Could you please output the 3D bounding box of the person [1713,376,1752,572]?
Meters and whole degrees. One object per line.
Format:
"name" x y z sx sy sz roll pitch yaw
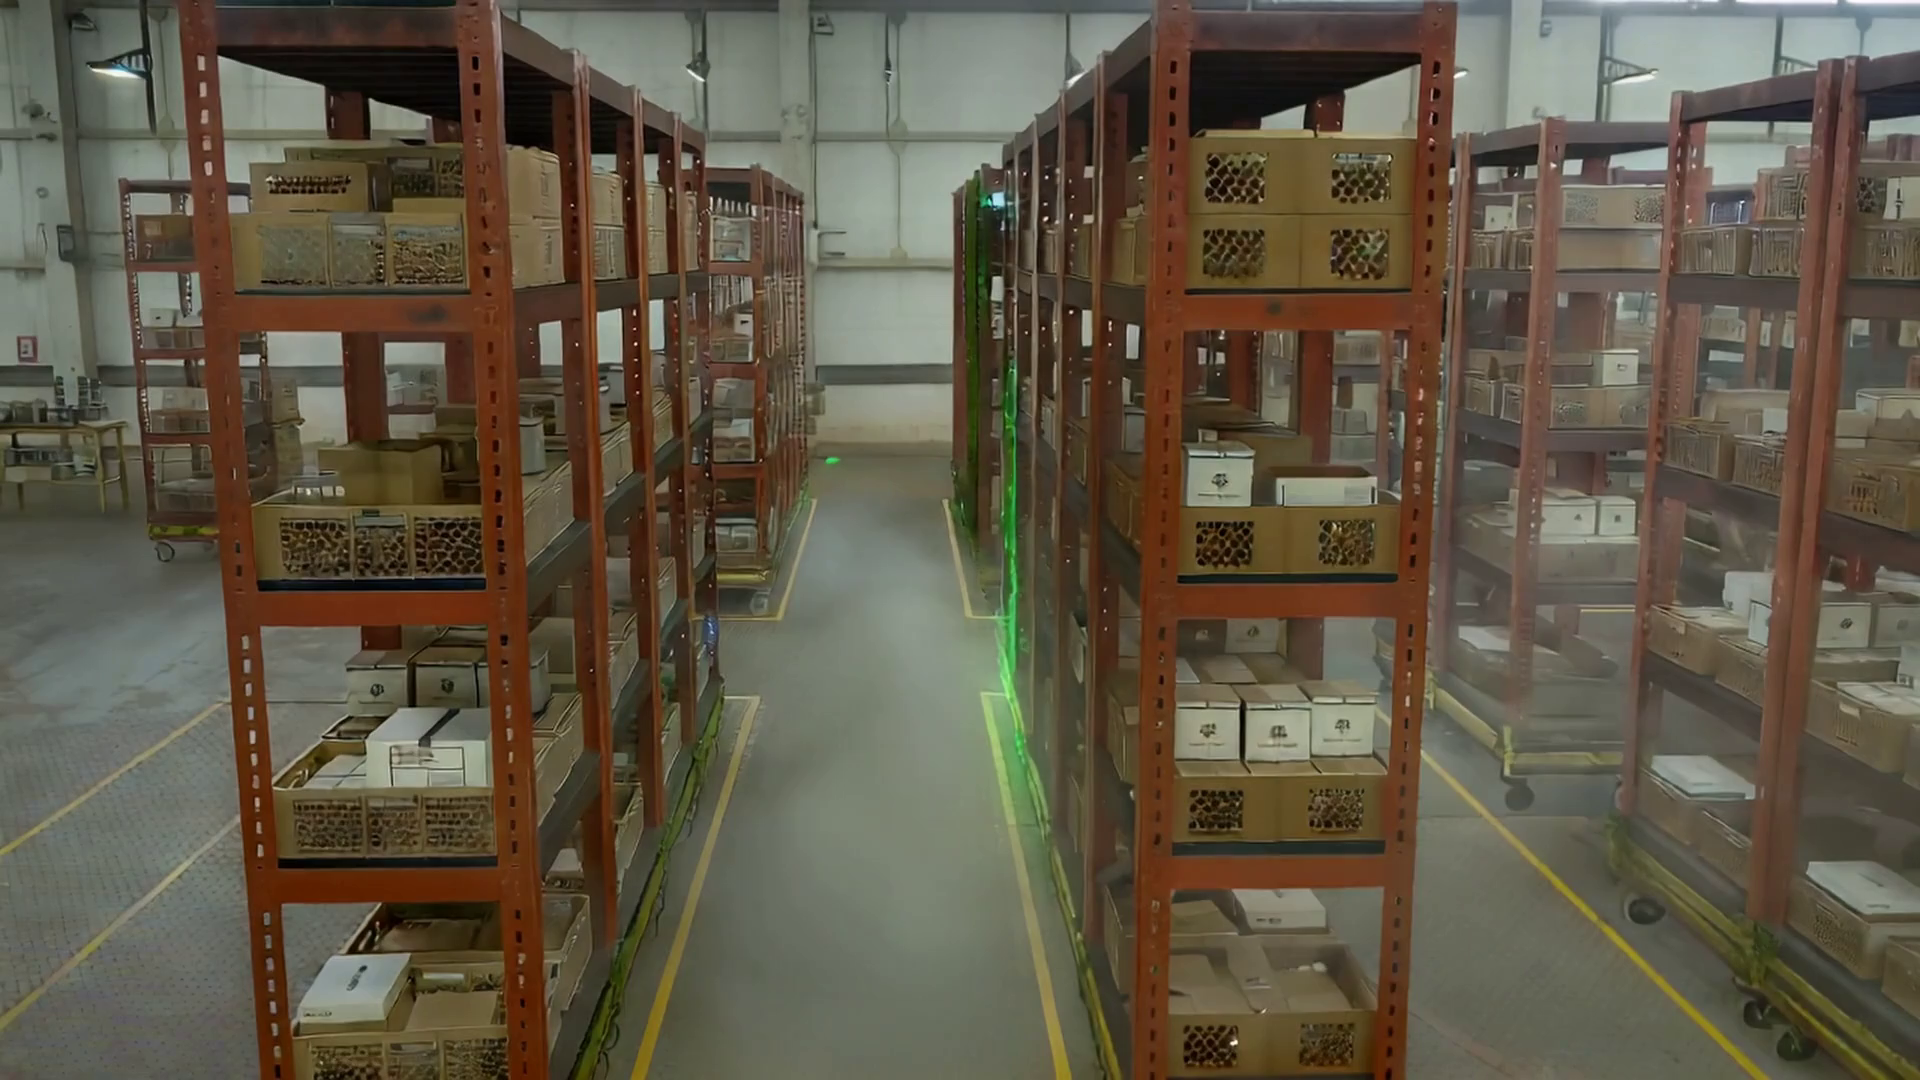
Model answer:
"person" 7.025 -0.558 15.004 0.572 1.822 0.763 0 10 -3
